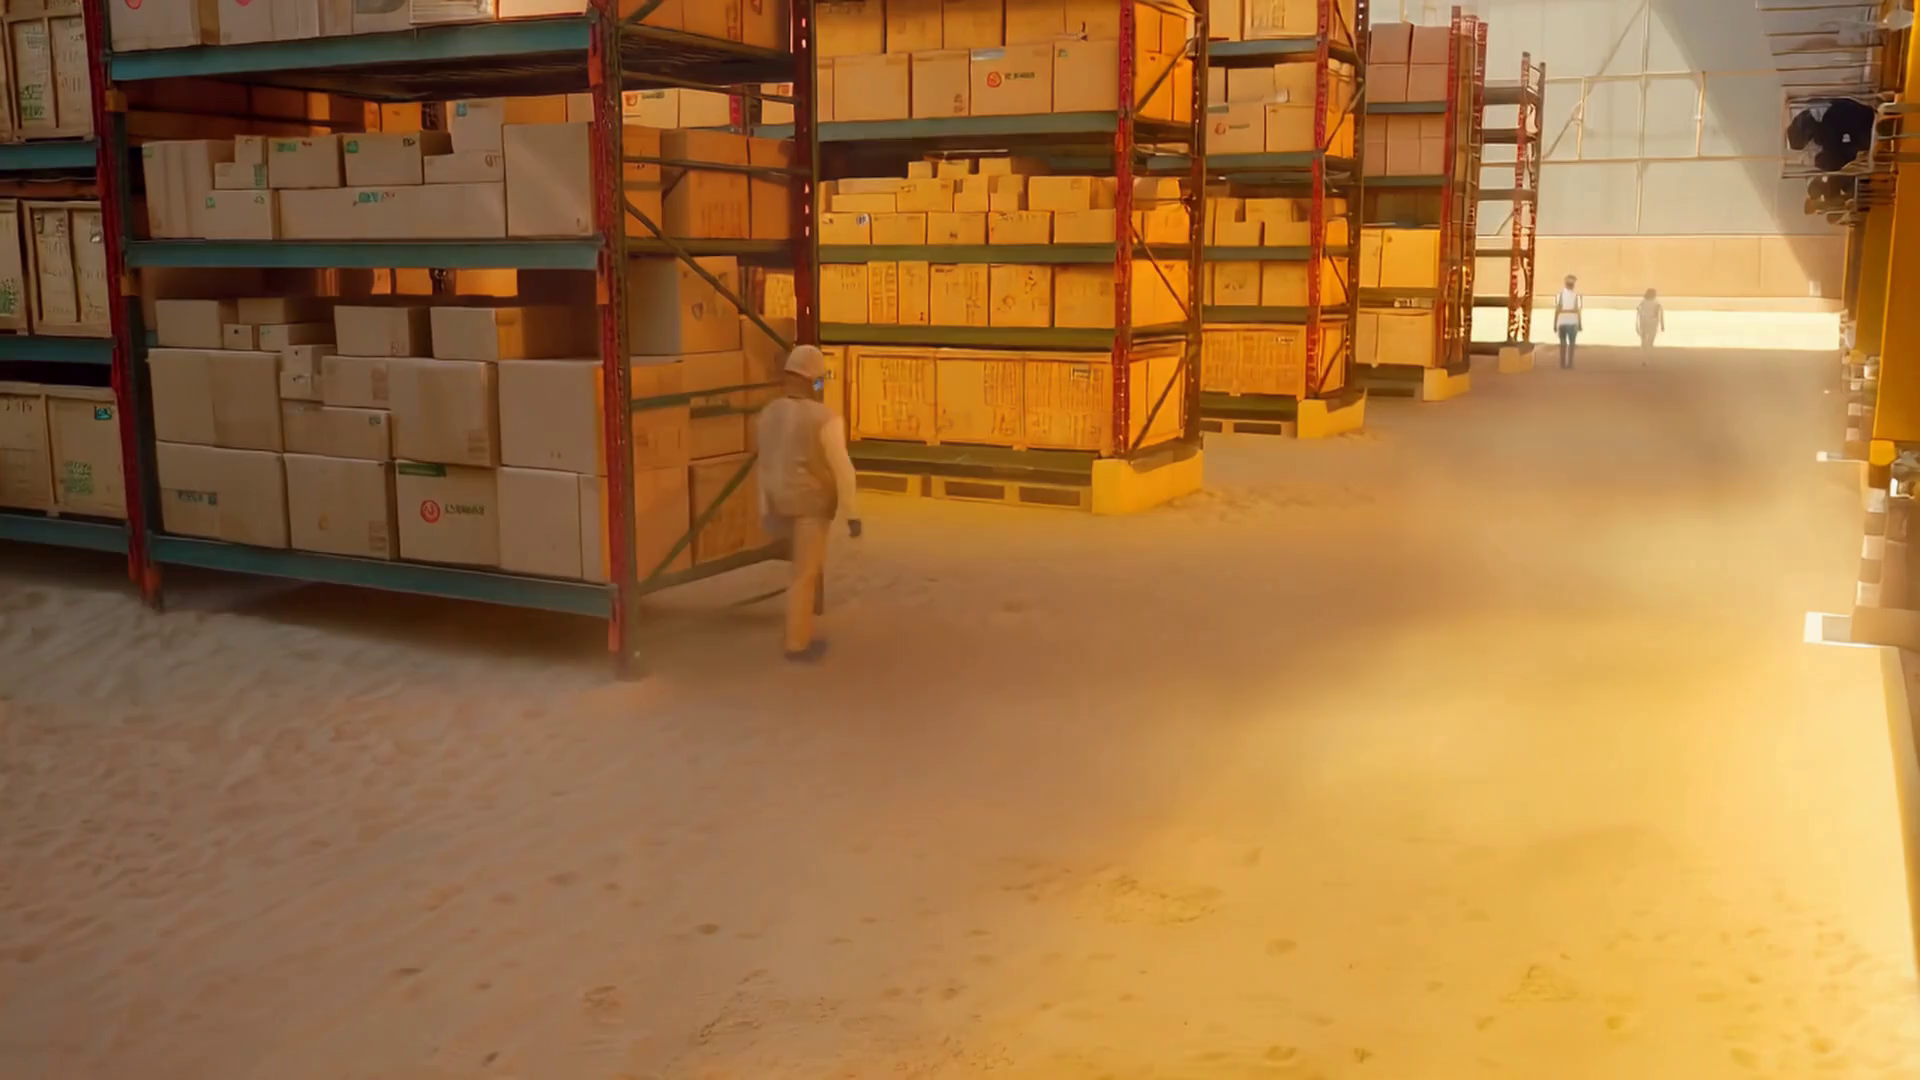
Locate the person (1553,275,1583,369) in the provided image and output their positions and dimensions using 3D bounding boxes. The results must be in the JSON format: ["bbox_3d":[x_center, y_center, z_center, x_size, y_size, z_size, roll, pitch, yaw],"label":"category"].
[{"bbox_3d":[12.298,-4.407,33.643,0.551,1.884,0.984,4,11,23],"label":"person"}]

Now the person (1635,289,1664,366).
[{"bbox_3d":[14.269,-4.397,34.431,0.510,1.595,0.860,8,13,39],"label":"person"}]

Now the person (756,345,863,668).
[{"bbox_3d":[-0.825,-0.196,9.457,0.610,1.808,0.603,8,13,40],"label":"person"}]
